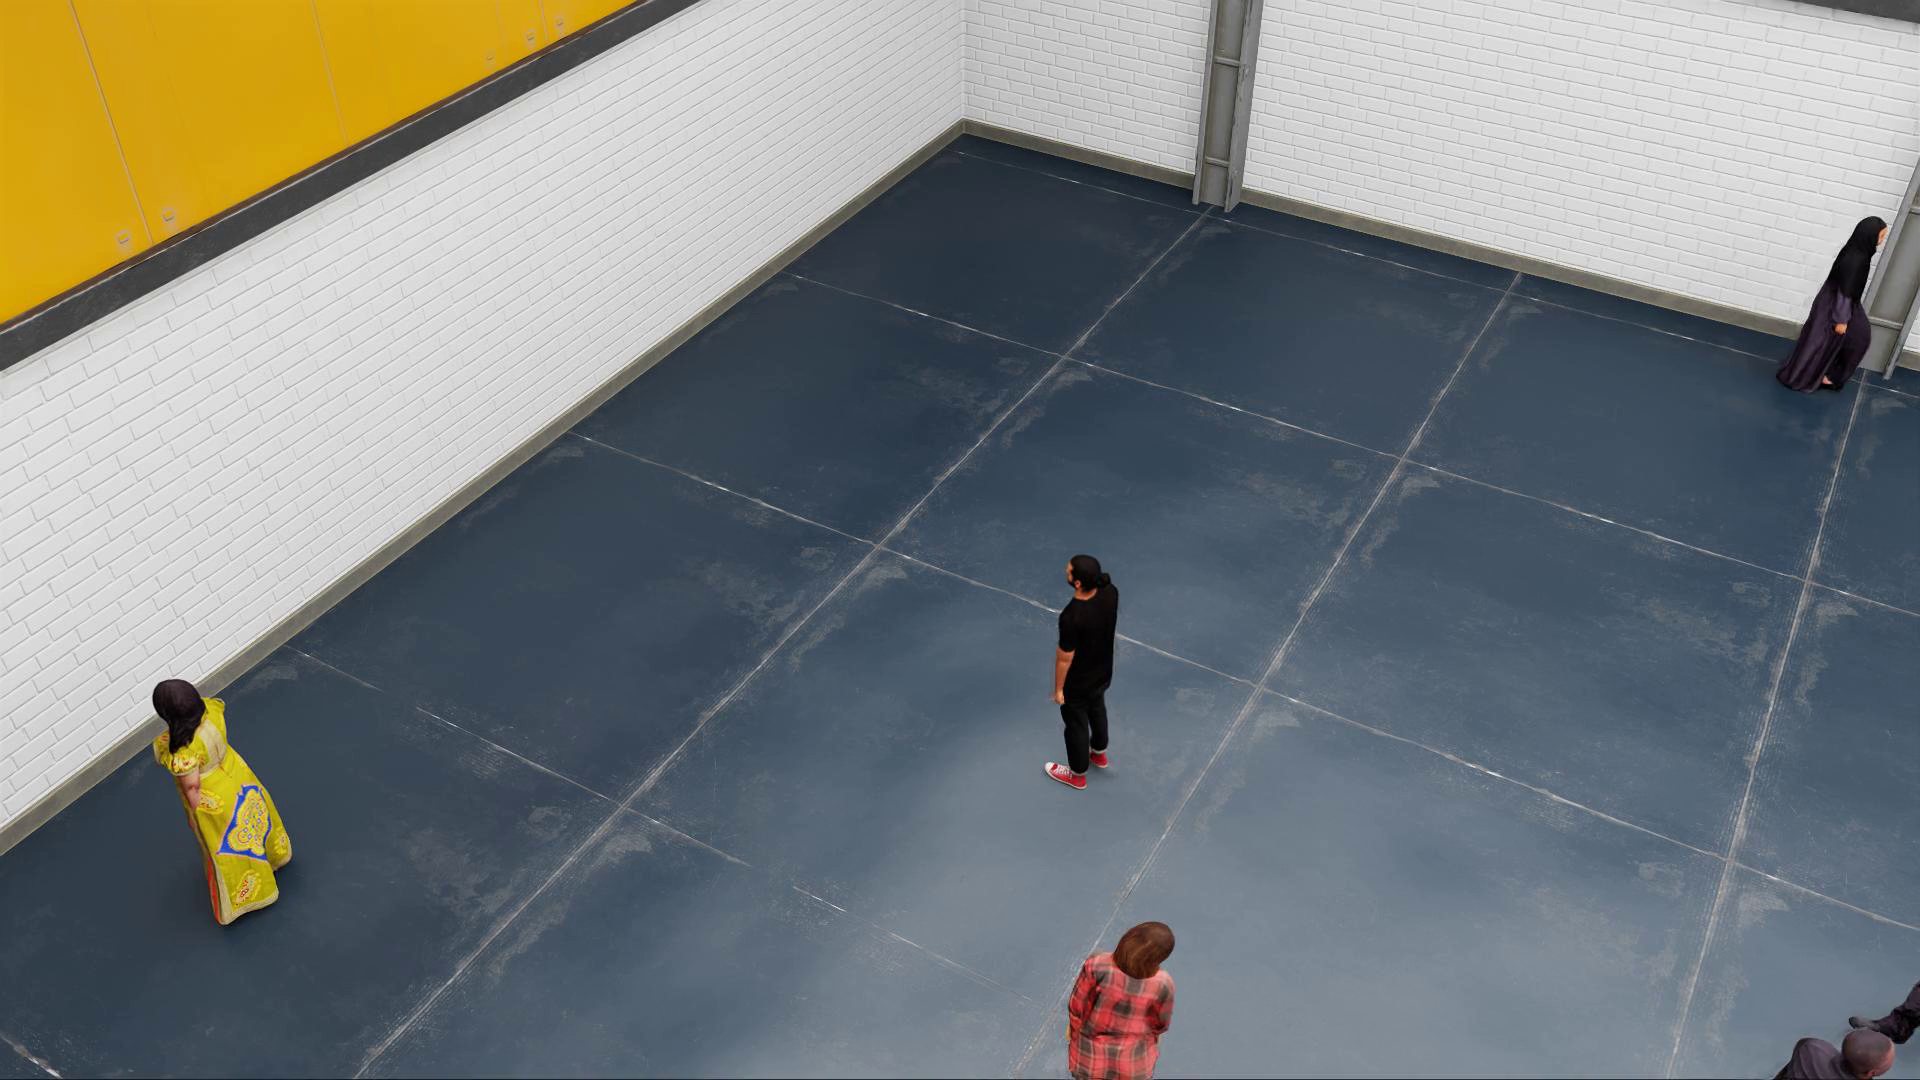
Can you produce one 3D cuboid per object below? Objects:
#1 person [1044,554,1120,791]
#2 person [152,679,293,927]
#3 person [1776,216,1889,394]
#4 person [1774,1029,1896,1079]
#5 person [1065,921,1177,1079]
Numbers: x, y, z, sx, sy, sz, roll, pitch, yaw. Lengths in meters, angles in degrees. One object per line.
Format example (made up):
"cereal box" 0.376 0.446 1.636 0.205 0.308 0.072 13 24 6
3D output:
"person" 0.750 0.788 9.936 0.619 1.756 0.667 30 47 32
"person" -4.148 1.393 9.256 0.971 1.660 0.982 2 39 3
"person" 7.006 -1.926 13.452 0.812 1.610 0.641 23 44 26
"person" 3.659 2.765 7.415 1.025 1.813 0.949 -2 39 -3
"person" 0.693 2.402 7.979 0.653 1.677 0.816 -5 39 -6
